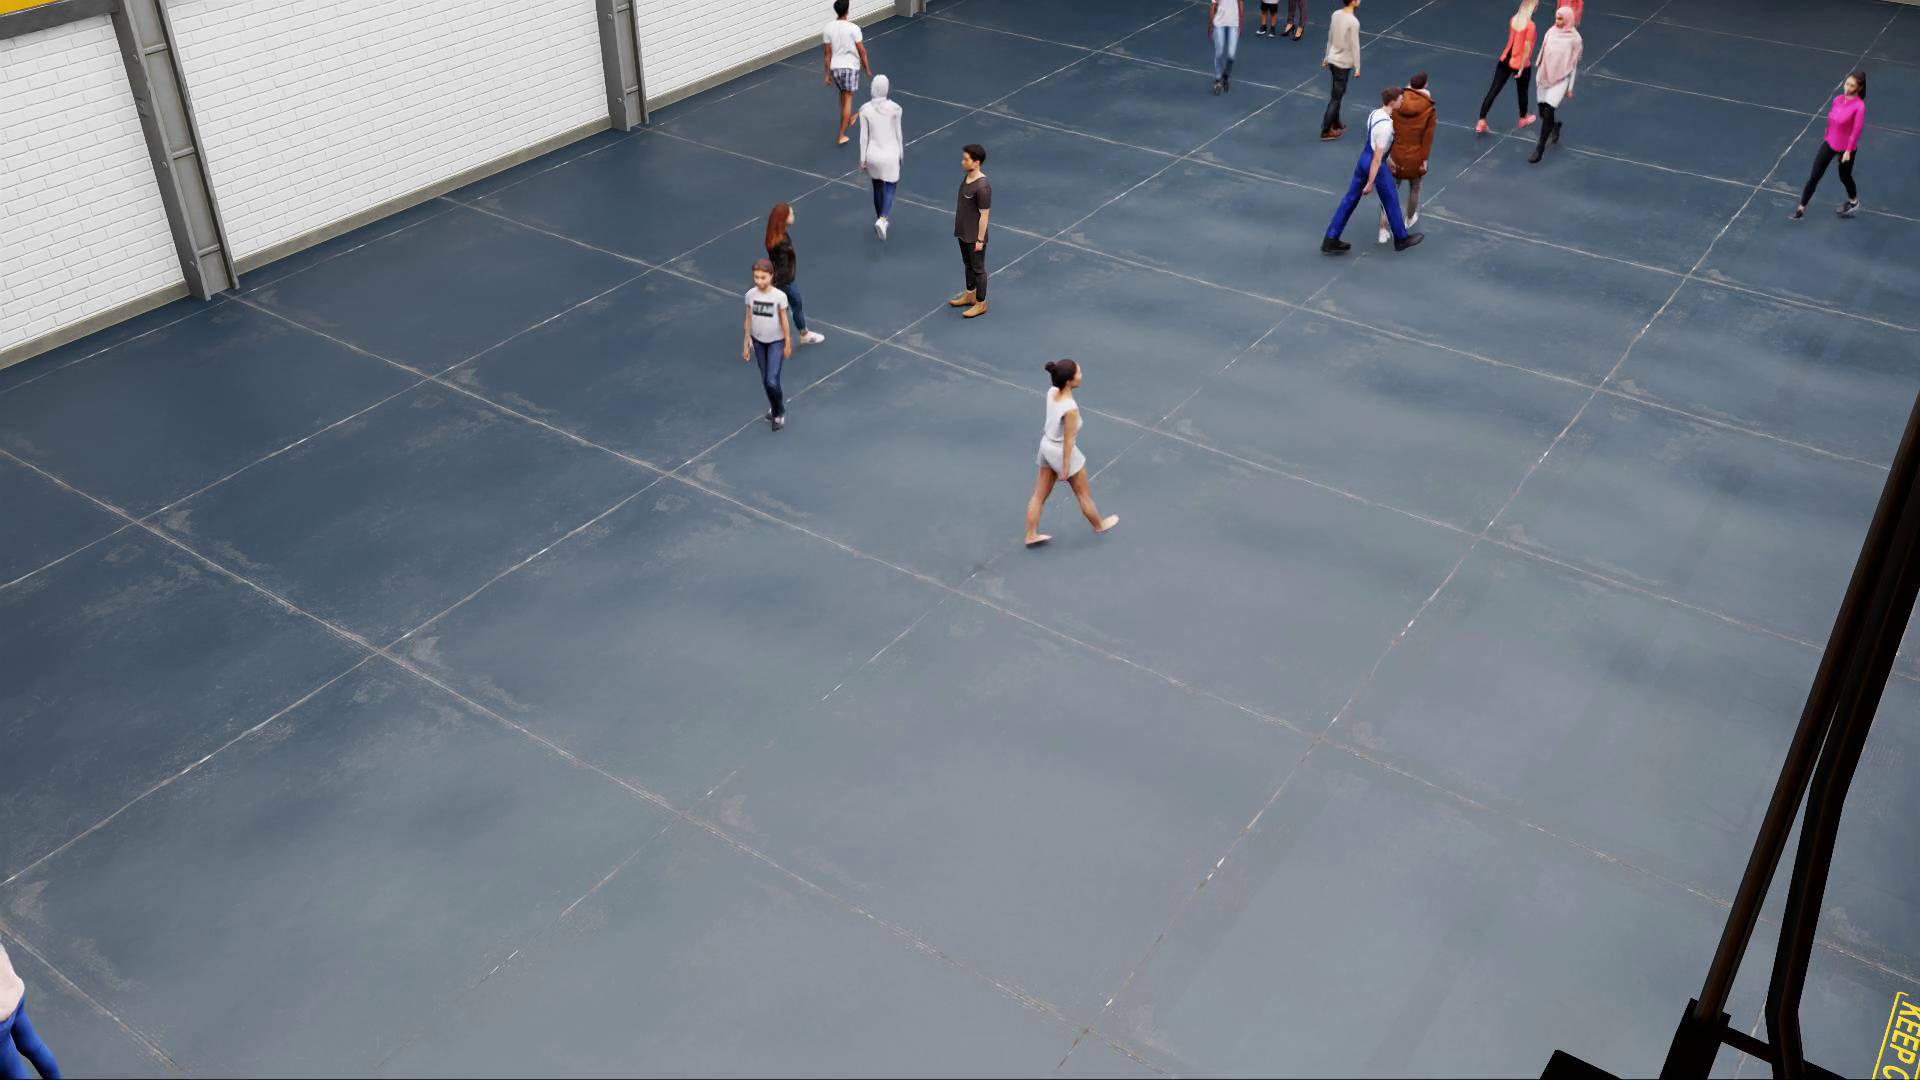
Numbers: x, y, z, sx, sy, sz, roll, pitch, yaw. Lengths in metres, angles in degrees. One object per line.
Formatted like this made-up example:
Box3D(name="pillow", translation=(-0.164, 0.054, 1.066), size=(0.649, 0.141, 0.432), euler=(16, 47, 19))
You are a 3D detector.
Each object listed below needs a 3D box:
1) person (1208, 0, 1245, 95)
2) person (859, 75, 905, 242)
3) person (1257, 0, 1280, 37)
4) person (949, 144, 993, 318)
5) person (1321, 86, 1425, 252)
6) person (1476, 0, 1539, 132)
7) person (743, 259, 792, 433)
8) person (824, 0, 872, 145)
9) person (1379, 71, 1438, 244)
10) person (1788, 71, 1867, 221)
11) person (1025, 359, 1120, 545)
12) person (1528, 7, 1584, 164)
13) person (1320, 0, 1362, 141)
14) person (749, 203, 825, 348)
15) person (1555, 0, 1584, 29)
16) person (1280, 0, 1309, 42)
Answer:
Box3D(name="person", translation=(3.475, -6.704, 21.718), size=(0.712, 1.709, 0.749), euler=(5, 34, 8))
Box3D(name="person", translation=(-0.826, -4.003, 17.611), size=(0.873, 1.758, 1.052), euler=(4, 34, 6))
Box3D(name="person", translation=(4.472, -7.904, 23.939), size=(0.539, 1.249, 0.559), euler=(10, 35, 15))
Box3D(name="person", translation=(0.133, -3.029, 16.180), size=(0.726, 1.718, 0.709), euler=(-13, 36, -19))
Box3D(name="person", translation=(4.189, -3.797, 17.279), size=(1.287, 1.782, 1.235), euler=(-6, 34, -9))
Box3D(name="person", translation=(6.715, -5.779, 20.383), size=(1.250, 1.646, 0.972), euler=(-17, 37, -24))
Box3D(name="person", translation=(-1.638, -1.752, 14.419), size=(0.625, 1.542, 0.728), euler=(11, 35, 16))
Box3D(name="person", translation=(-1.418, -5.651, 20.148), size=(0.772, 1.693, 1.113), euler=(14, 36, 20))
Box3D(name="person", translation=(4.681, -3.999, 17.569), size=(0.791, 1.797, 1.140), euler=(17, 37, 24))
Box3D(name="person", translation=(9.646, -4.275, 18.110), size=(1.238, 1.658, 0.994), euler=(-13, 36, -18))
Box3D(name="person", translation=(0.689, -0.630, 12.702), size=(1.076, 1.573, 0.858), euler=(-17, 37, -24))
Box3D(name="person", translation=(7.062, -5.411, 19.711), size=(0.741, 1.777, 1.129), euler=(26, 42, 33))
Box3D(name="person", translation=(4.536, -5.748, 20.155), size=(0.859, 1.847, 0.823), euler=(-14, 36, -20))
Box3D(name="person", translation=(-1.733, -2.418, 15.505), size=(1.064, 1.448, 0.858), euler=(-16, 37, -23))
Box3D(name="person", translation=(8.264, -7.125, 22.616), size=(0.549, 1.417, 0.536), euler=(29, 43, 36))
Box3D(name="person", translation=(4.843, -7.993, 23.696), size=(0.676, 1.666, 0.674), euler=(-16, 37, -23))
